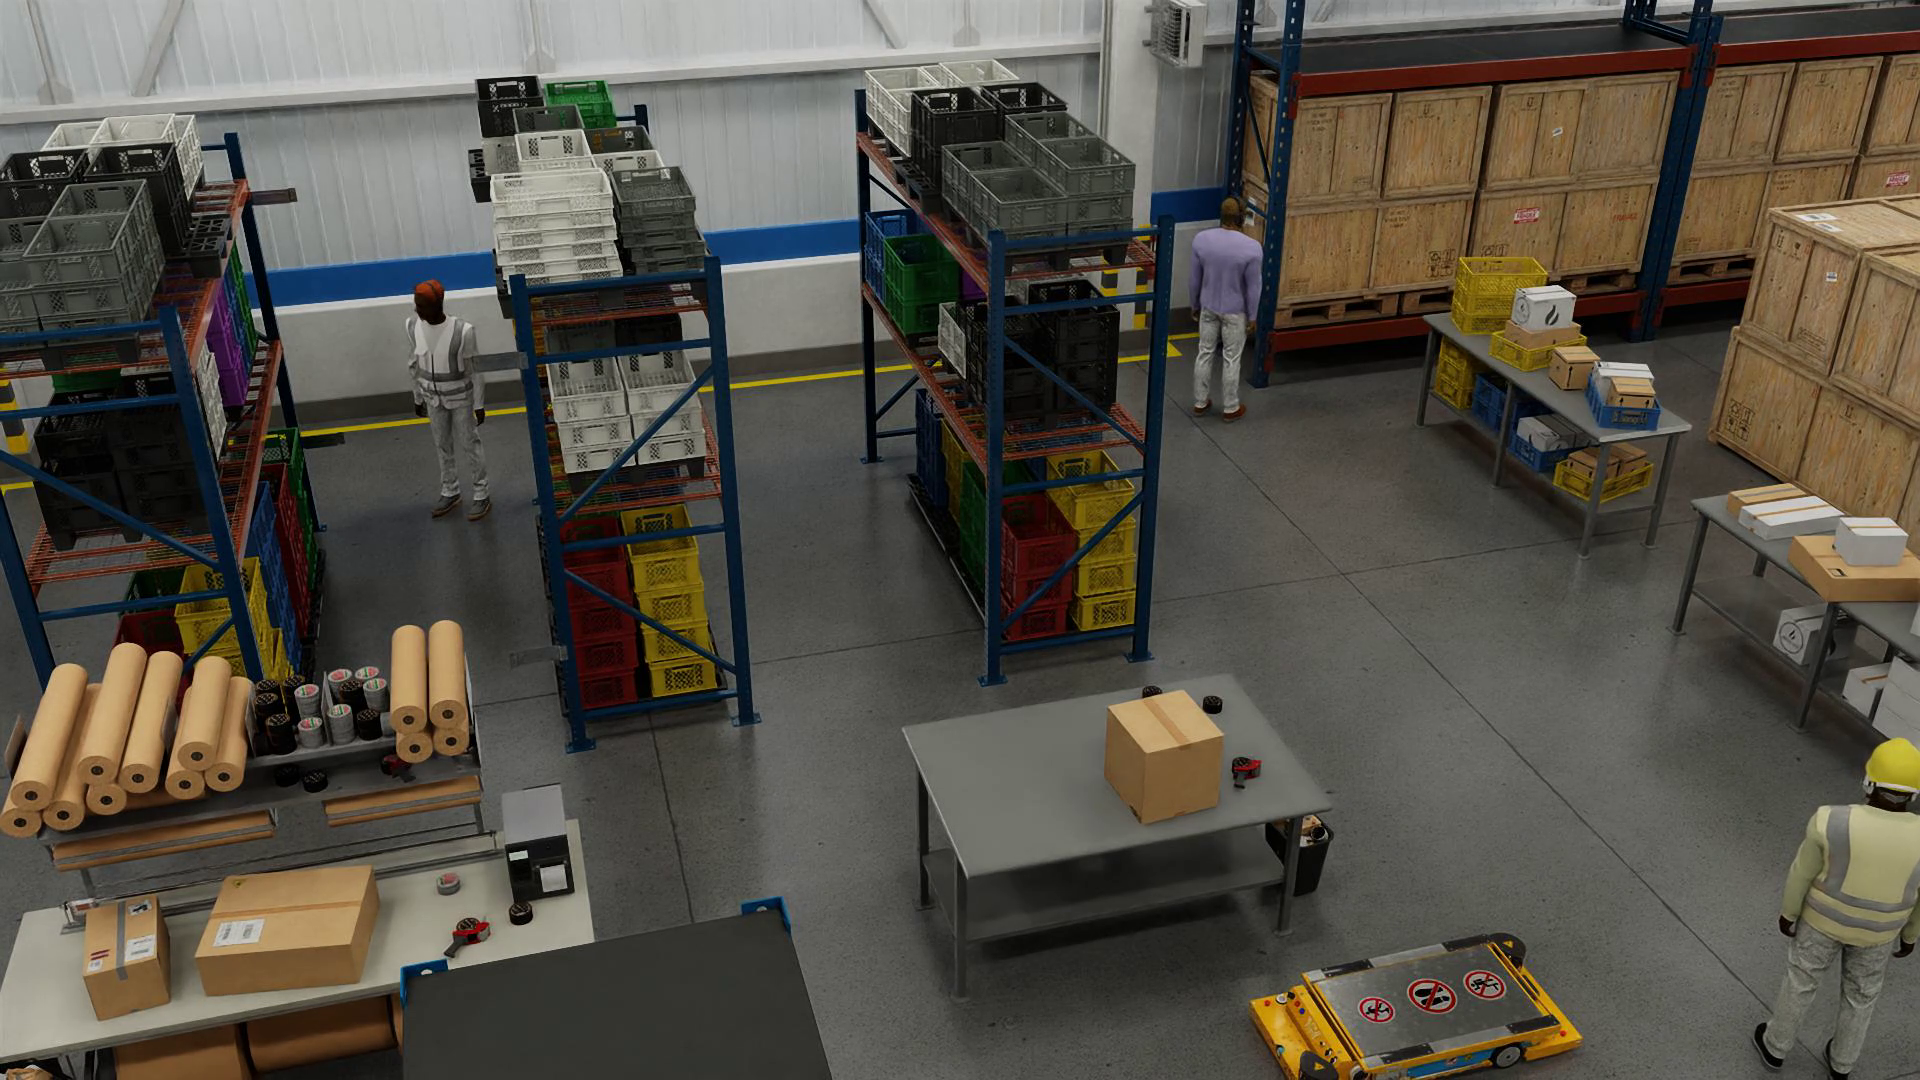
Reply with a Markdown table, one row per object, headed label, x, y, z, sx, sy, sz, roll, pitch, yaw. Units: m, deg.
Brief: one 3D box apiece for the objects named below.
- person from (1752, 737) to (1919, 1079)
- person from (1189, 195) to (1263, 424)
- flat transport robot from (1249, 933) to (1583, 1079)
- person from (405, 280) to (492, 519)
| label | x | y | z | sx | sy | sz | roll | pitch | yaw |
| --- | --- | --- | --- | --- | --- | --- | --- | --- | --- |
| person | 4.006 | 1.682 | 7.474 | 0.595 | 1.823 | 0.403 | 8 | 30 | 15 |
| person | 2.204 | -1.925 | 13.920 | 0.629 | 1.936 | 0.371 | 17 | 33 | 28 |
| flat transport robot | 2.184 | 2.282 | 7.980 | 1.431 | 0.197 | 0.652 | -8 | 30 | -14 |
| person | -3.804 | -1.045 | 12.373 | 0.584 | 1.879 | 0.337 | 7 | 30 | 13 |
